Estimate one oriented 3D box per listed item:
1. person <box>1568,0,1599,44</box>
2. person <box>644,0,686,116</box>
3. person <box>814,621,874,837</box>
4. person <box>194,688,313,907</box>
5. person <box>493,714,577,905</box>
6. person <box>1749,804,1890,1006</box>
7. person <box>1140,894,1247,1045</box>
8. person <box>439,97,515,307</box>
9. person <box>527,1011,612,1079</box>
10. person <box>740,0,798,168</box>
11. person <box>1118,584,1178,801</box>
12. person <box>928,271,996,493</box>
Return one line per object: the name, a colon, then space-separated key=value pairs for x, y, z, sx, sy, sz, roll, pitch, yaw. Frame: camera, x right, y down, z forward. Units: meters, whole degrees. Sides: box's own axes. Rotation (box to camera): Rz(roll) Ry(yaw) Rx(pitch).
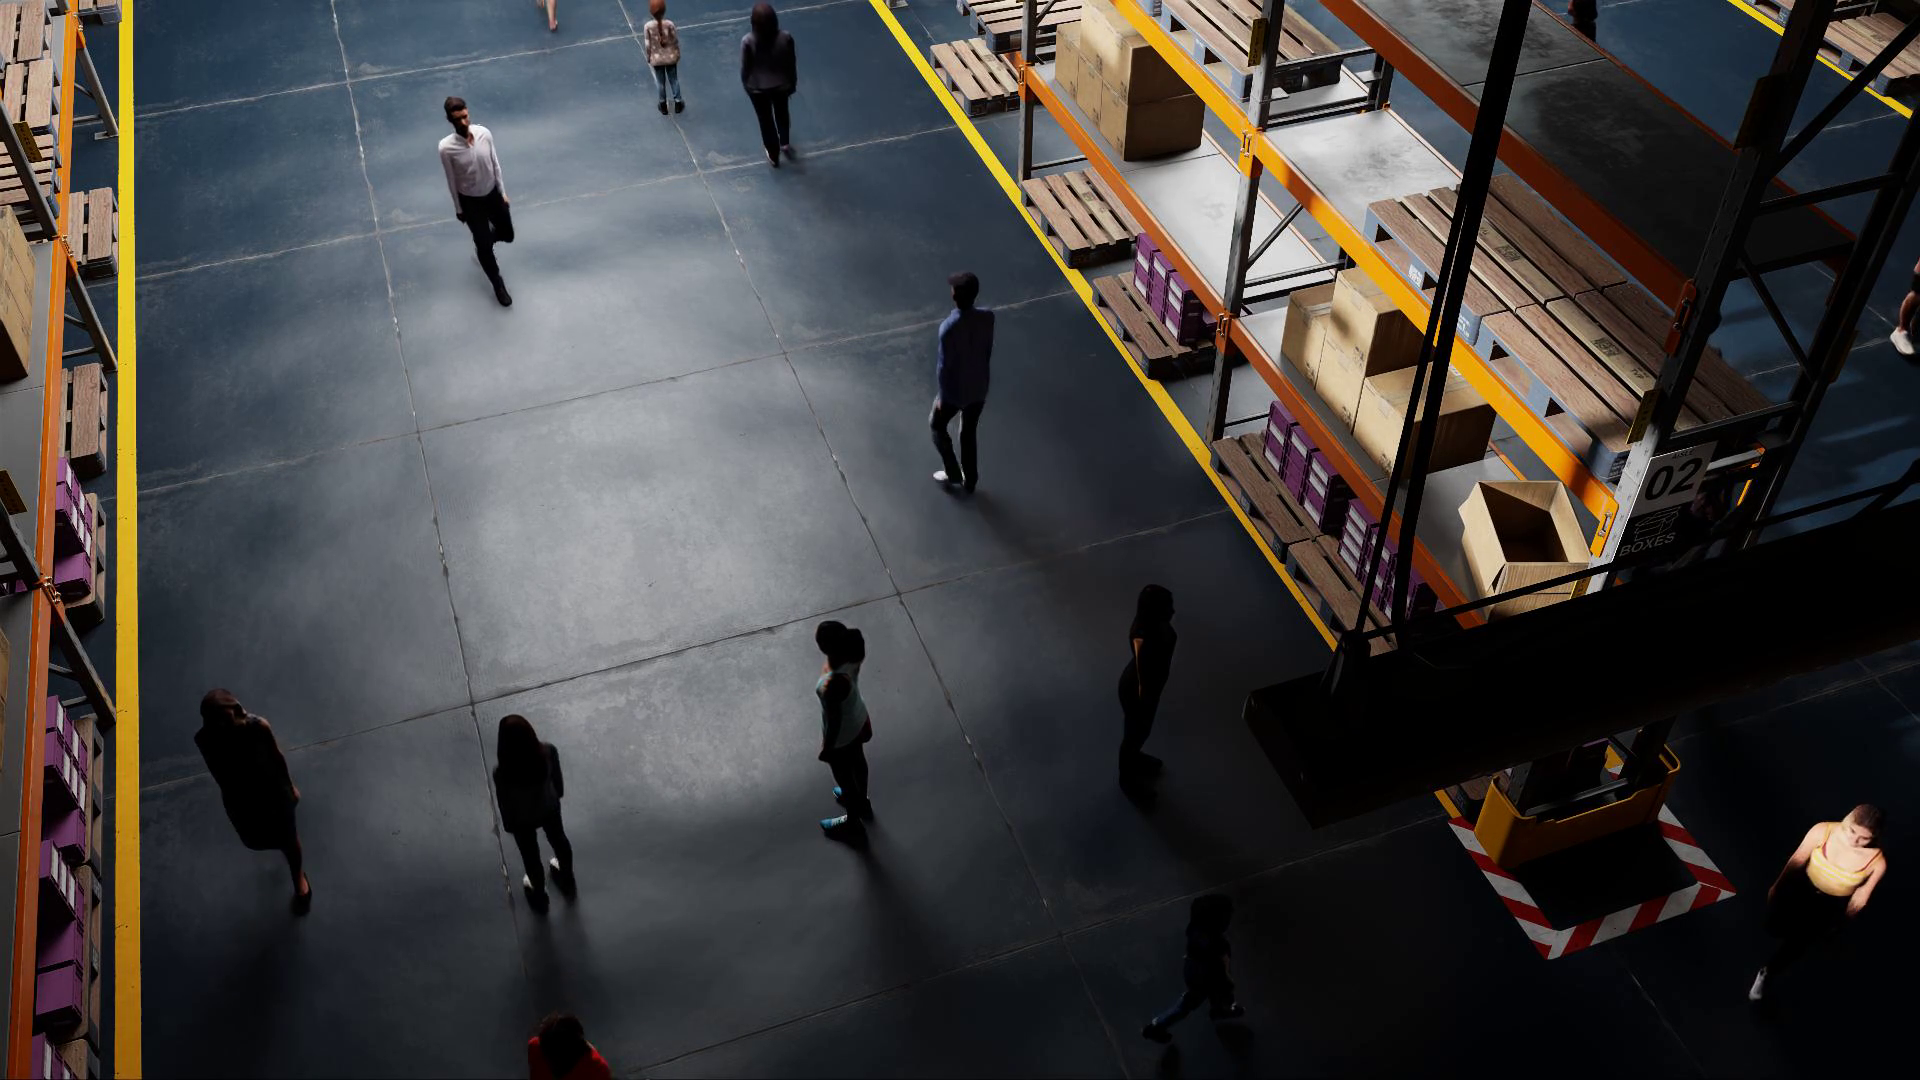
person: x=5.728 y=-4.244 z=15.498 sx=0.840 sy=1.627 sz=1.157 roll=-29 pitch=51 yaw=-27
person: x=-2.915 y=-4.757 z=16.353 sx=0.515 sy=1.189 sz=0.507 roll=-7 pitch=44 yaw=-7
person: x=-0.688 y=1.097 z=9.784 sx=0.755 sy=1.774 sz=0.677 roll=12 pitch=45 yaw=12
person: x=-4.009 y=1.385 z=9.542 sx=0.618 sy=1.690 sz=0.854 roll=-10 pitch=44 yaw=-10
person: x=-2.430 y=1.550 z=9.527 sx=0.618 sy=1.474 sz=0.598 roll=-30 pitch=51 yaw=-28
person: x=4.688 y=1.904 z=9.052 sx=0.874 sy=1.615 sz=0.868 roll=32 pitch=52 yaw=29
person: x=1.256 y=2.325 z=8.906 sx=0.684 sy=1.207 sz=0.829 roll=-6 pitch=44 yaw=-6
person: x=-4.051 y=-2.896 z=13.921 sx=0.801 sy=1.850 sz=1.020 roll=-27 pitch=50 yaw=-26
person: x=-1.816 y=2.737 z=8.140 sx=1.062 sy=1.668 sz=1.131 roll=17 pitch=46 yaw=17
person: x=-1.764 y=-4.219 z=15.501 sx=0.657 sy=1.585 sz=0.663 roll=-16 pitch=46 yaw=-16
person: x=1.119 y=0.894 z=10.062 sx=0.745 sy=1.684 sz=0.663 roll=11 pitch=45 yaw=12
person: x=0.066 y=-1.066 z=11.981 sx=0.735 sy=1.875 sz=0.717 roll=-27 pitch=50 yaw=-25
